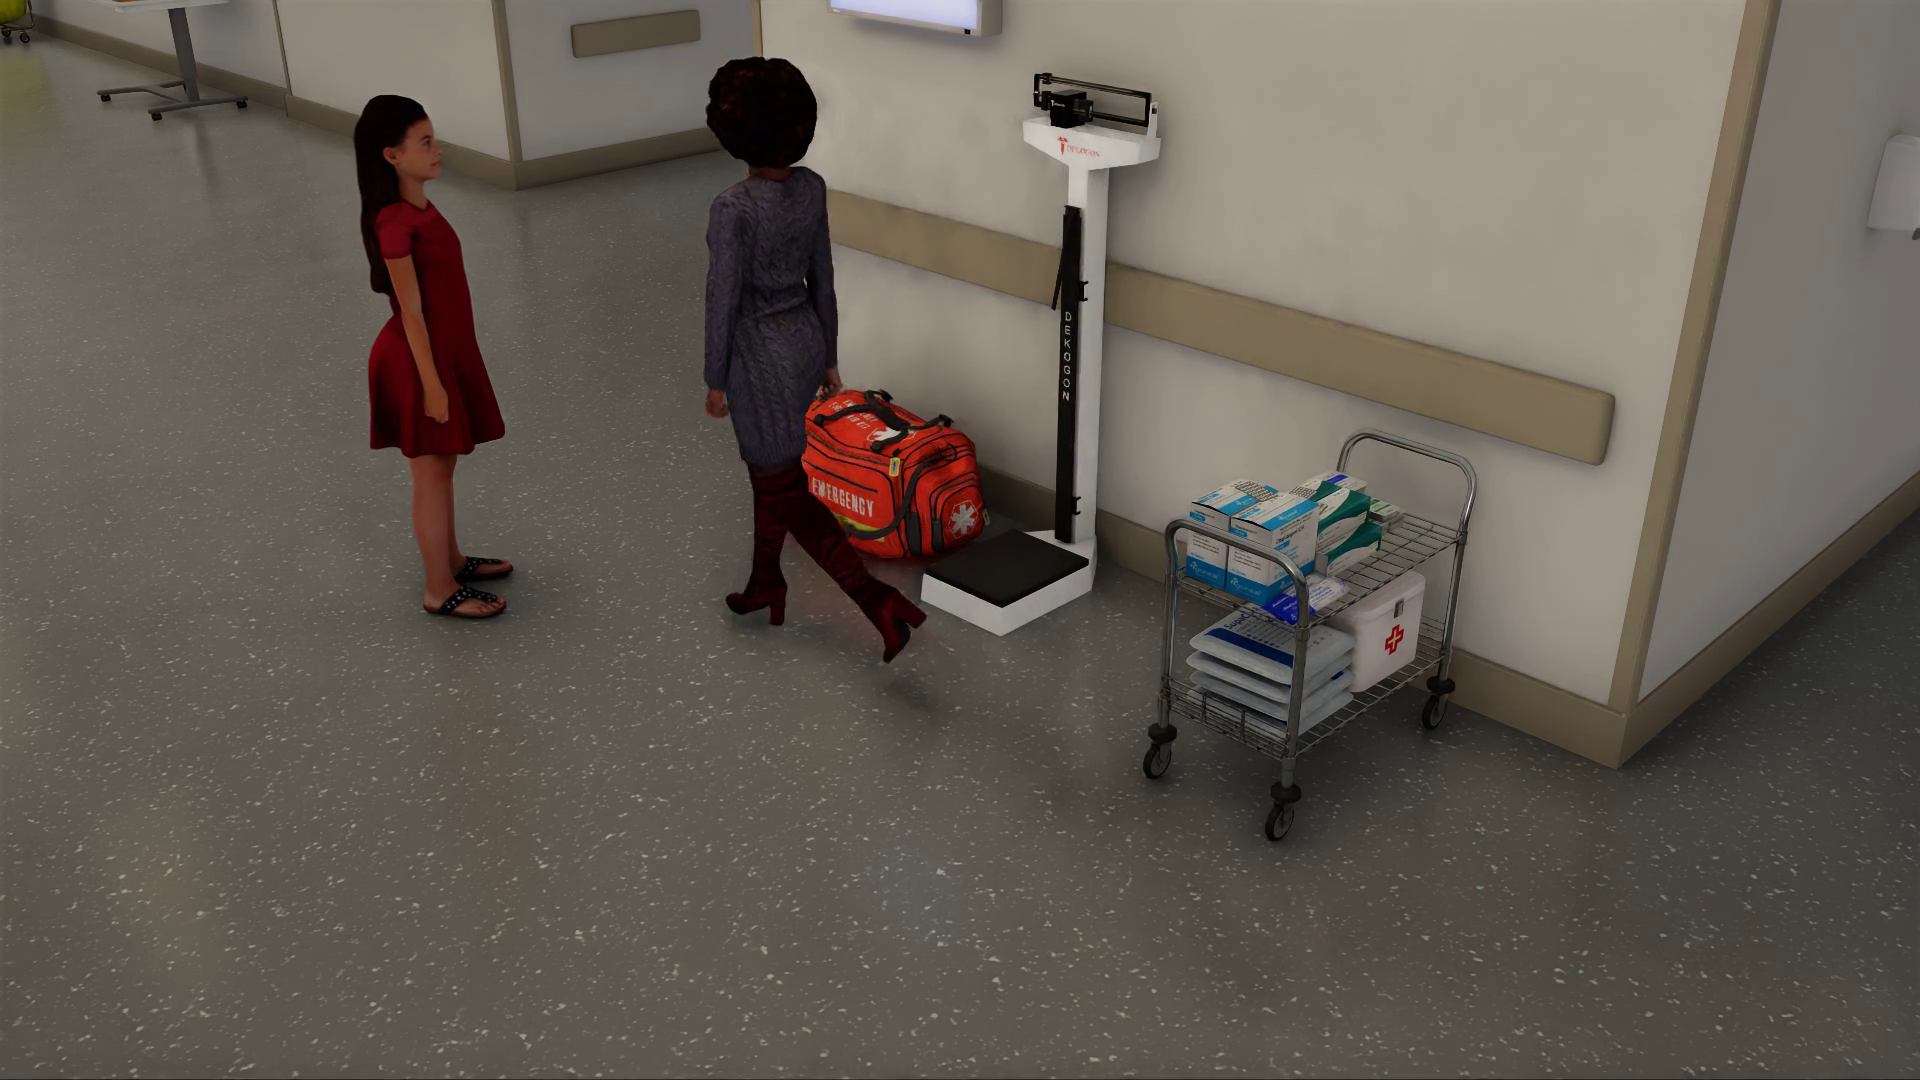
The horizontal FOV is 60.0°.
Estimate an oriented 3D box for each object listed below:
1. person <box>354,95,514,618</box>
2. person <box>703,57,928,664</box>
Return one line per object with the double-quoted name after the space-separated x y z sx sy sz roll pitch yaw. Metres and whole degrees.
-1.588 -0.534 4.936 0.736 1.553 0.676 -4 26 -8 "person"
-0.438 -0.415 4.540 1.099 1.684 0.687 18 31 32 "person"
